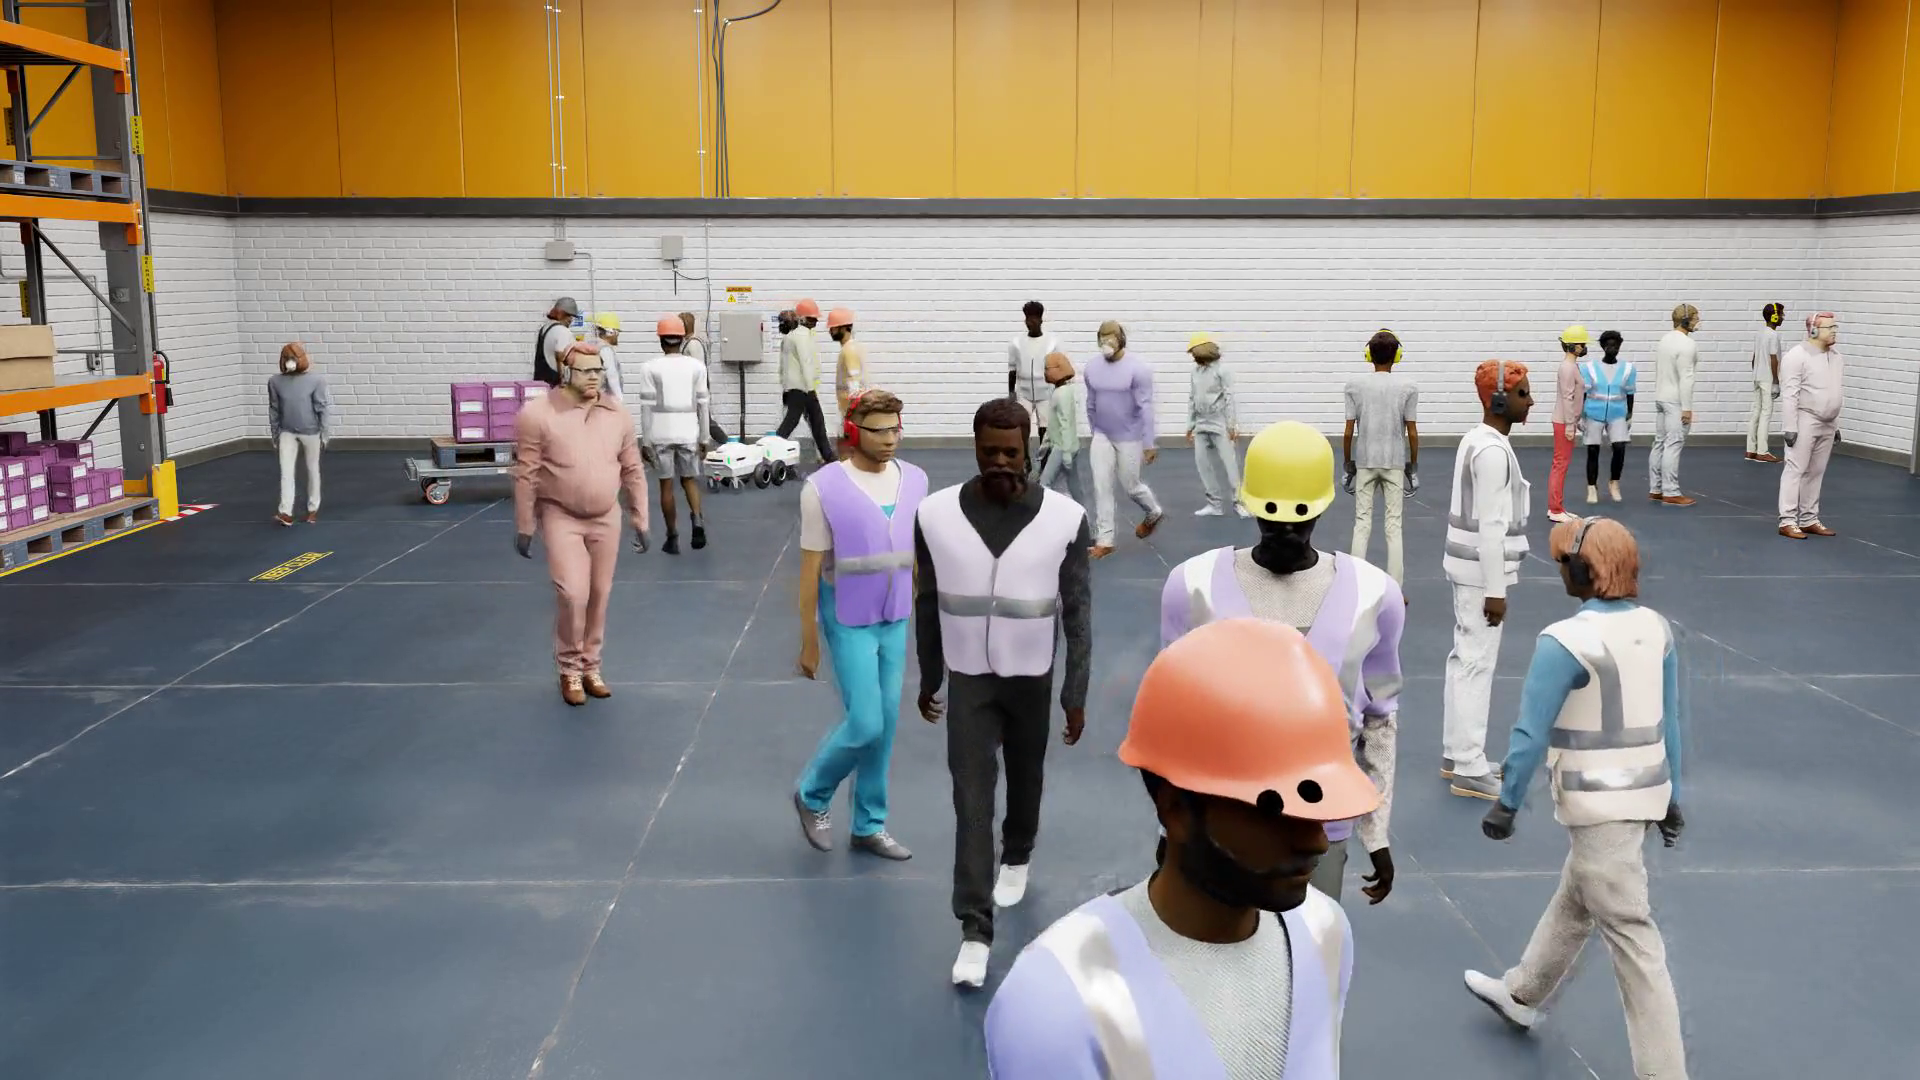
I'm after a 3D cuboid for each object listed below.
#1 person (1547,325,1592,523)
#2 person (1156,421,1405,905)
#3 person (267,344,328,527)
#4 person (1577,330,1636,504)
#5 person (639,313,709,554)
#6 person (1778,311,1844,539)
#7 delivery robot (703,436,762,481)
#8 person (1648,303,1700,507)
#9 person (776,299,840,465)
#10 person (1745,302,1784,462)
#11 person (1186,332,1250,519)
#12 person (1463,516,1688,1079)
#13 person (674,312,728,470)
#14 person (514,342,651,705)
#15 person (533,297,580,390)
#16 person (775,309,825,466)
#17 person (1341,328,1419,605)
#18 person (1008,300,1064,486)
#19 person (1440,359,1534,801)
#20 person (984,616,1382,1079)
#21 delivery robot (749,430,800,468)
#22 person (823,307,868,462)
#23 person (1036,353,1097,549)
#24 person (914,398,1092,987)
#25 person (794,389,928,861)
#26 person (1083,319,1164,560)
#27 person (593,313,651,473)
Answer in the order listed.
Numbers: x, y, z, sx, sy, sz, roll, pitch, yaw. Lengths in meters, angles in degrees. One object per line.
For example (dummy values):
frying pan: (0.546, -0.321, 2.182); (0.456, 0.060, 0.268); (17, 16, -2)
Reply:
person: (5.460, -1.037, 14.910); (0.312, 1.769, 0.522); (3, 10, 18)
person: (0.759, 0.666, 4.009); (0.586, 1.917, 0.381); (1, 9, 7)
person: (-5.833, -0.910, 14.617); (0.523, 1.592, 0.801); (-1, 9, -7)
person: (6.200, -1.169, 15.990); (0.547, 1.687, 0.397); (2, 10, 15)
person: (-2.244, -0.821, 13.127); (0.543, 1.923, 0.531); (-5, 10, -26)
person: (7.207, -0.967, 14.038); (0.644, 1.913, 0.408); (-5, 10, -27)
delivery robot: (-2.318, -0.819, 16.992); (0.477, 0.478, 0.707); (4, 10, 23)
person: (6.865, -1.296, 15.972); (0.374, 1.939, 0.629); (0, 9, 0)
person: (-1.778, -1.718, 18.586); (1.004, 1.943, 0.641); (0, 9, -1)
person: (9.515, -1.848, 19.597); (0.326, 1.862, 0.519); (0, 9, -1)
person: (2.345, -1.038, 15.137); (0.359, 1.694, 0.687); (-8, 12, -41)
person: (1.725, 0.730, 4.606); (0.518, 1.589, 0.851); (-7, 12, -38)
person: (-2.916, -1.654, 18.621); (0.942, 1.800, 0.545); (0, 9, -2)
person: (-1.931, -0.083, 8.669); (0.687, 1.885, 0.575); (-7, 11, -36)
person: (-4.483, -1.785, 18.656); (1.059, 2.000, 0.735); (-8, 12, -41)
person: (-1.866, -1.719, 18.982); (0.717, 1.800, 0.711); (2, 10, 15)
person: (2.812, -0.474, 11.126); (0.513, 1.877, 0.328); (3, 10, 20)
person: (0.783, -1.478, 17.089); (0.627, 1.939, 0.414); (2, 10, 14)
person: (2.277, 0.164, 7.189); (0.361, 1.882, 0.575); (2, 9, 11)
person: (0.270, 1.014, 1.997); (0.551, 1.889, 1.013); (-6, 11, -31)
delivery robot: (-1.994, -0.924, 17.636); (0.477, 0.478, 0.707); (4, 10, 23)
person: (-0.959, -1.297, 16.095); (0.753, 1.908, 0.577); (-1, 9, -5)
person: (0.733, -0.704, 13.397); (0.842, 1.591, 0.507); (2, 9, 10)
person: (0.143, 0.443, 5.587); (0.597, 1.868, 1.055); (1, 9, 5)
person: (-0.348, 0.334, 6.346); (0.452, 1.824, 0.562); (9, 13, 44)
person: (1.328, -0.812, 13.199); (0.642, 1.894, 0.844); (7, 11, 36)
person: (-3.729, -1.517, 17.806); (0.868, 1.782, 0.661); (-3, 10, -16)
